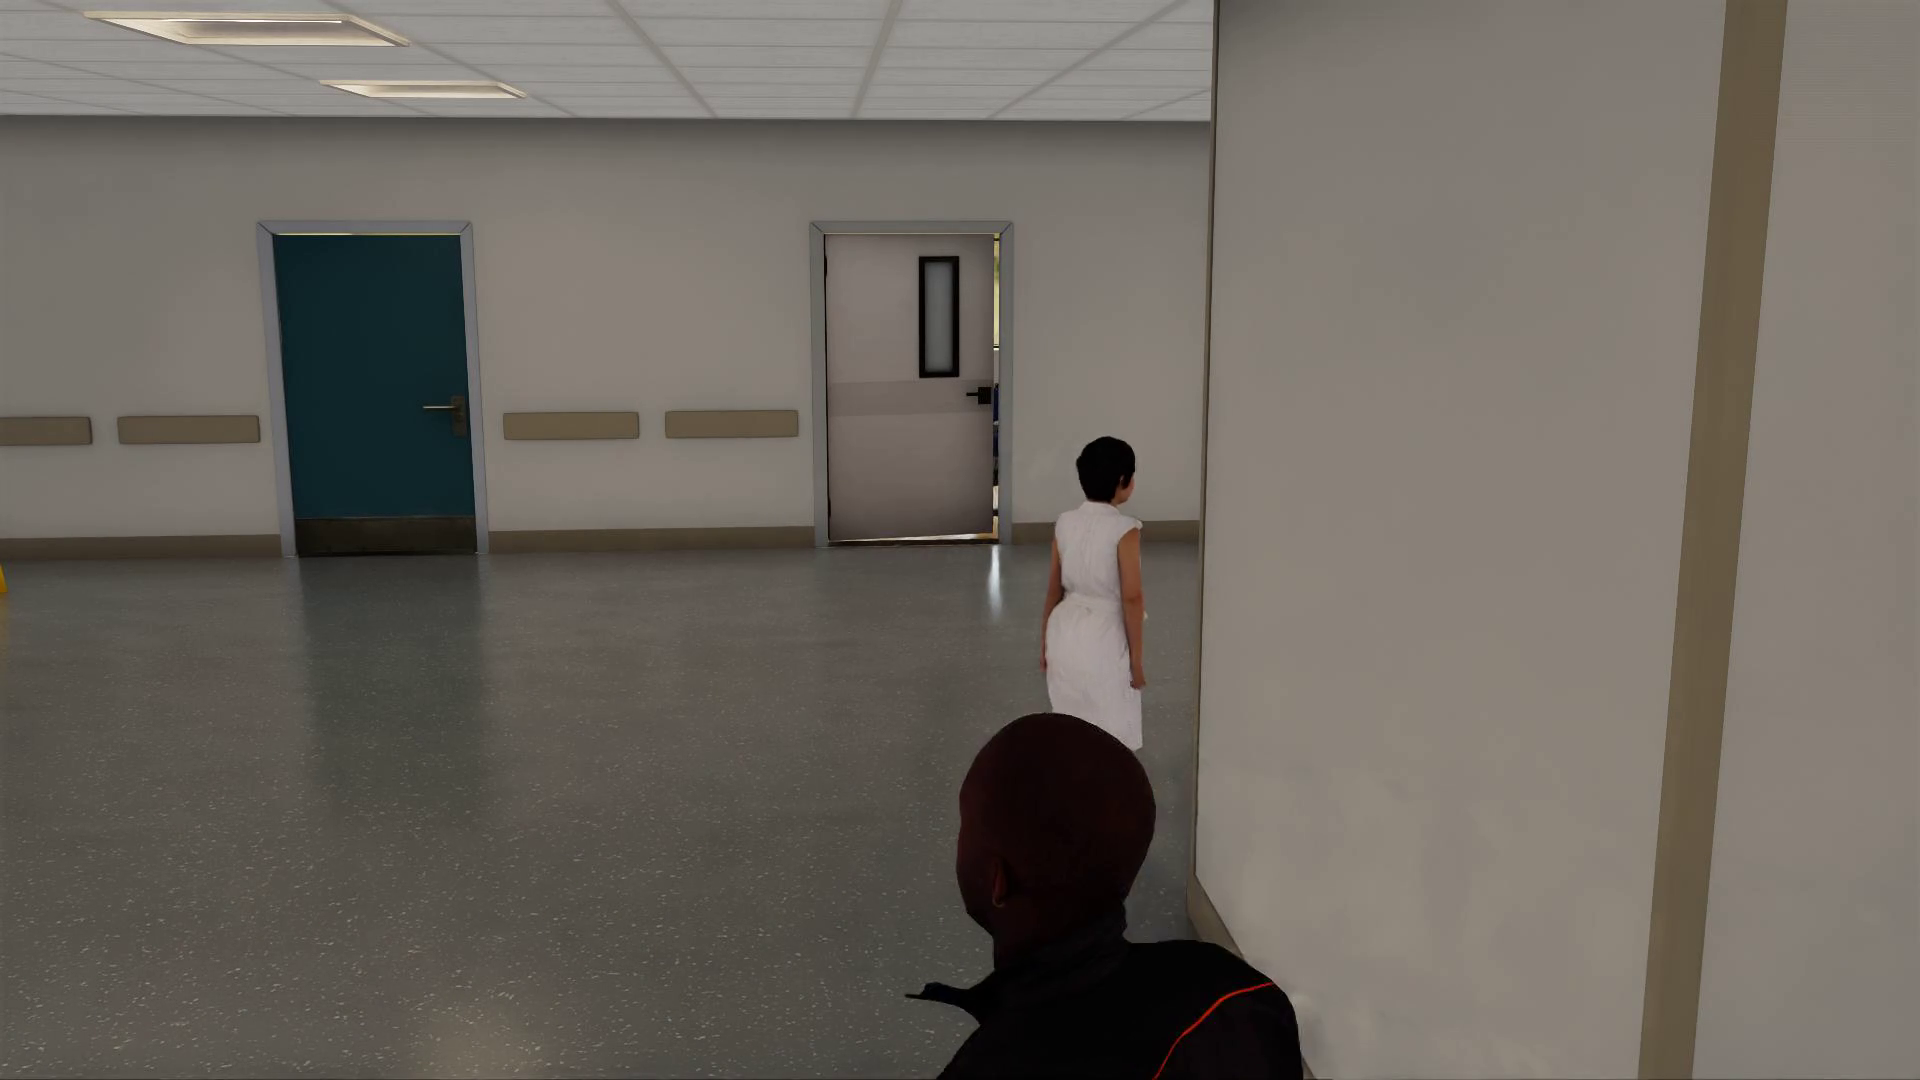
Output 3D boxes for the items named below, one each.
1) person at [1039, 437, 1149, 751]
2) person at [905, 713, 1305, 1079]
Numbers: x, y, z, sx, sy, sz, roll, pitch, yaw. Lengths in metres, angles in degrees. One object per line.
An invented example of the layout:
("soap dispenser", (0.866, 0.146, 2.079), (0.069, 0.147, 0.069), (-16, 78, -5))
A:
("person", (0.443, 0.421, 5.890), (0.845, 1.535, 0.892), (9, 14, 39))
("person", (0.212, 1.072, 1.712), (0.946, 1.815, 0.995), (-9, 14, -40))
